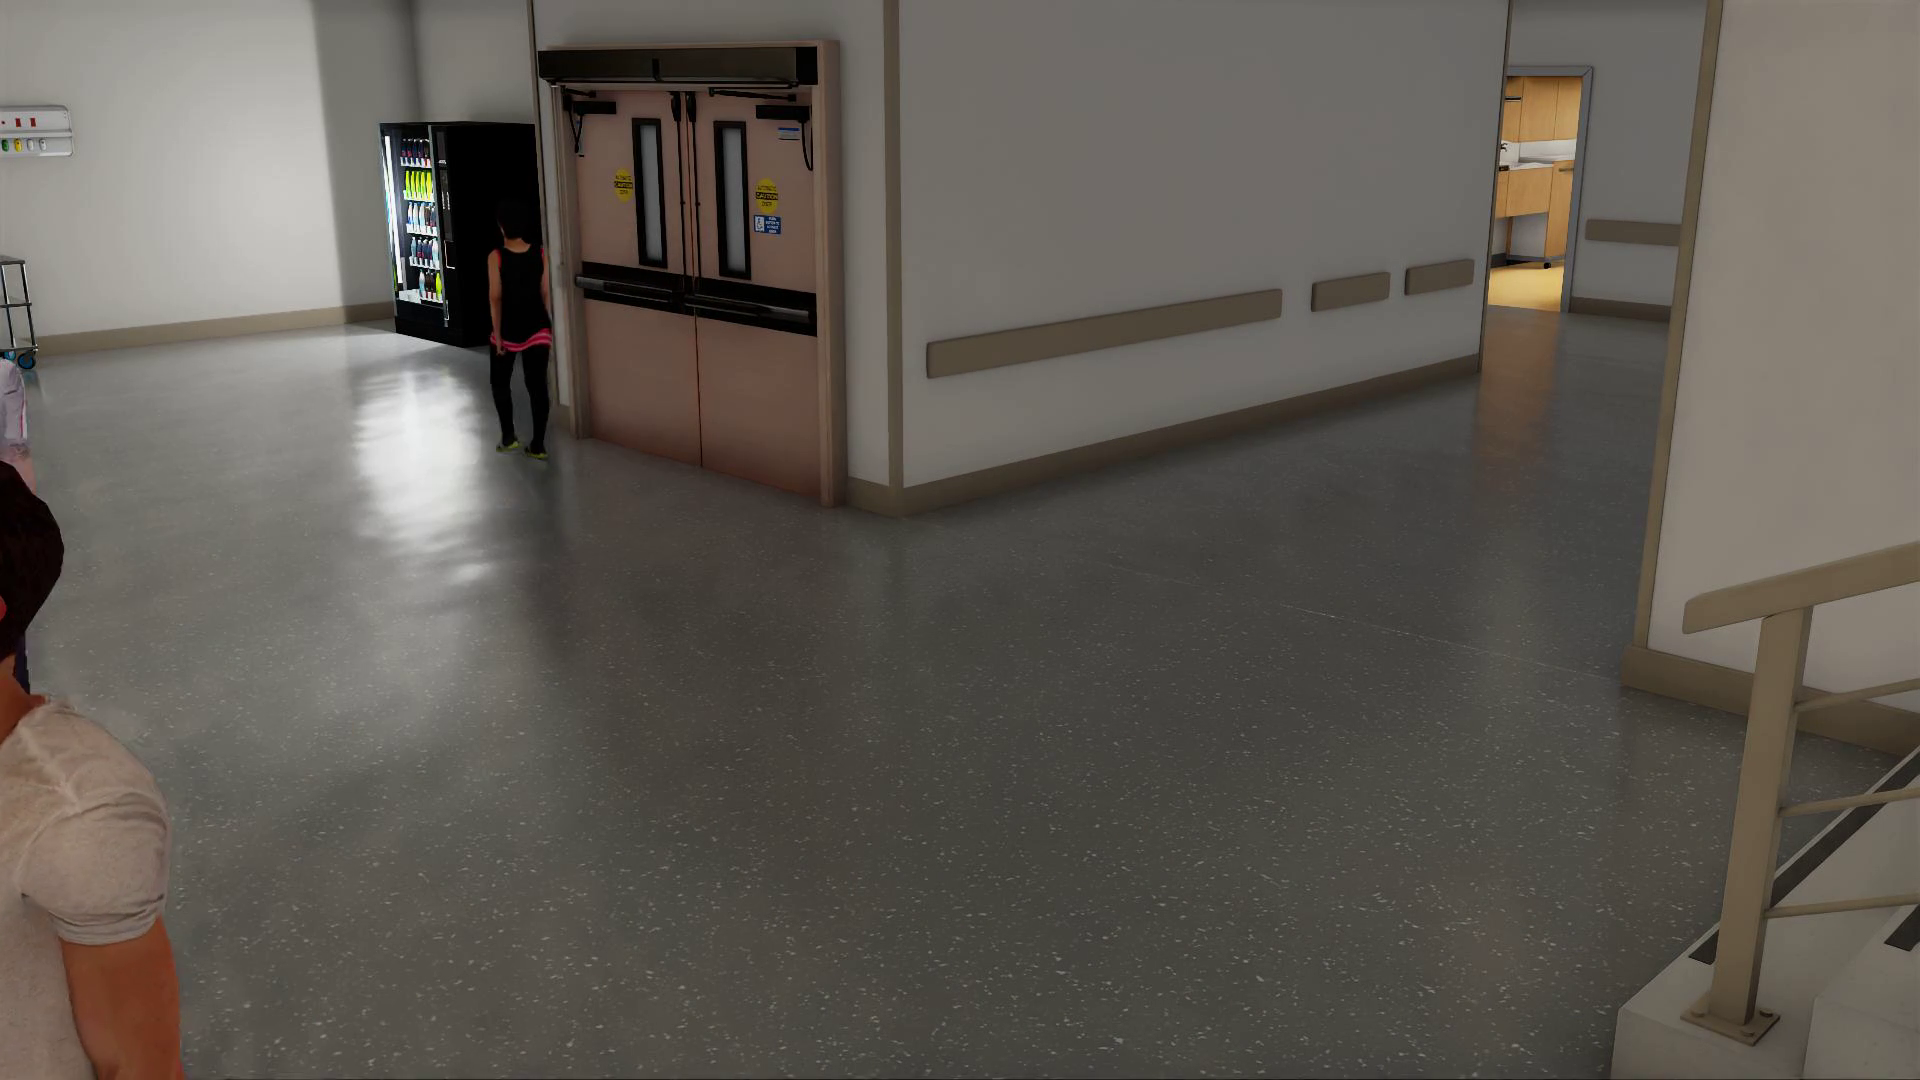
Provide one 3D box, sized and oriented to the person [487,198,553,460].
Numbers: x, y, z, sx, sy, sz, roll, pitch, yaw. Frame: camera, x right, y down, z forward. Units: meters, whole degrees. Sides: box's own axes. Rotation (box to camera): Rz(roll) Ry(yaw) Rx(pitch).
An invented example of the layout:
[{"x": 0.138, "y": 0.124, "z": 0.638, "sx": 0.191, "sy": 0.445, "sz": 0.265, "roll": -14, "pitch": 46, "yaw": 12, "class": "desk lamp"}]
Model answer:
[{"x": -2.574, "y": -1.231, "z": 9.860, "sx": 0.599, "sy": 1.540, "sz": 0.640, "roll": -9, "pitch": 18, "yaw": -29, "class": "person"}]
